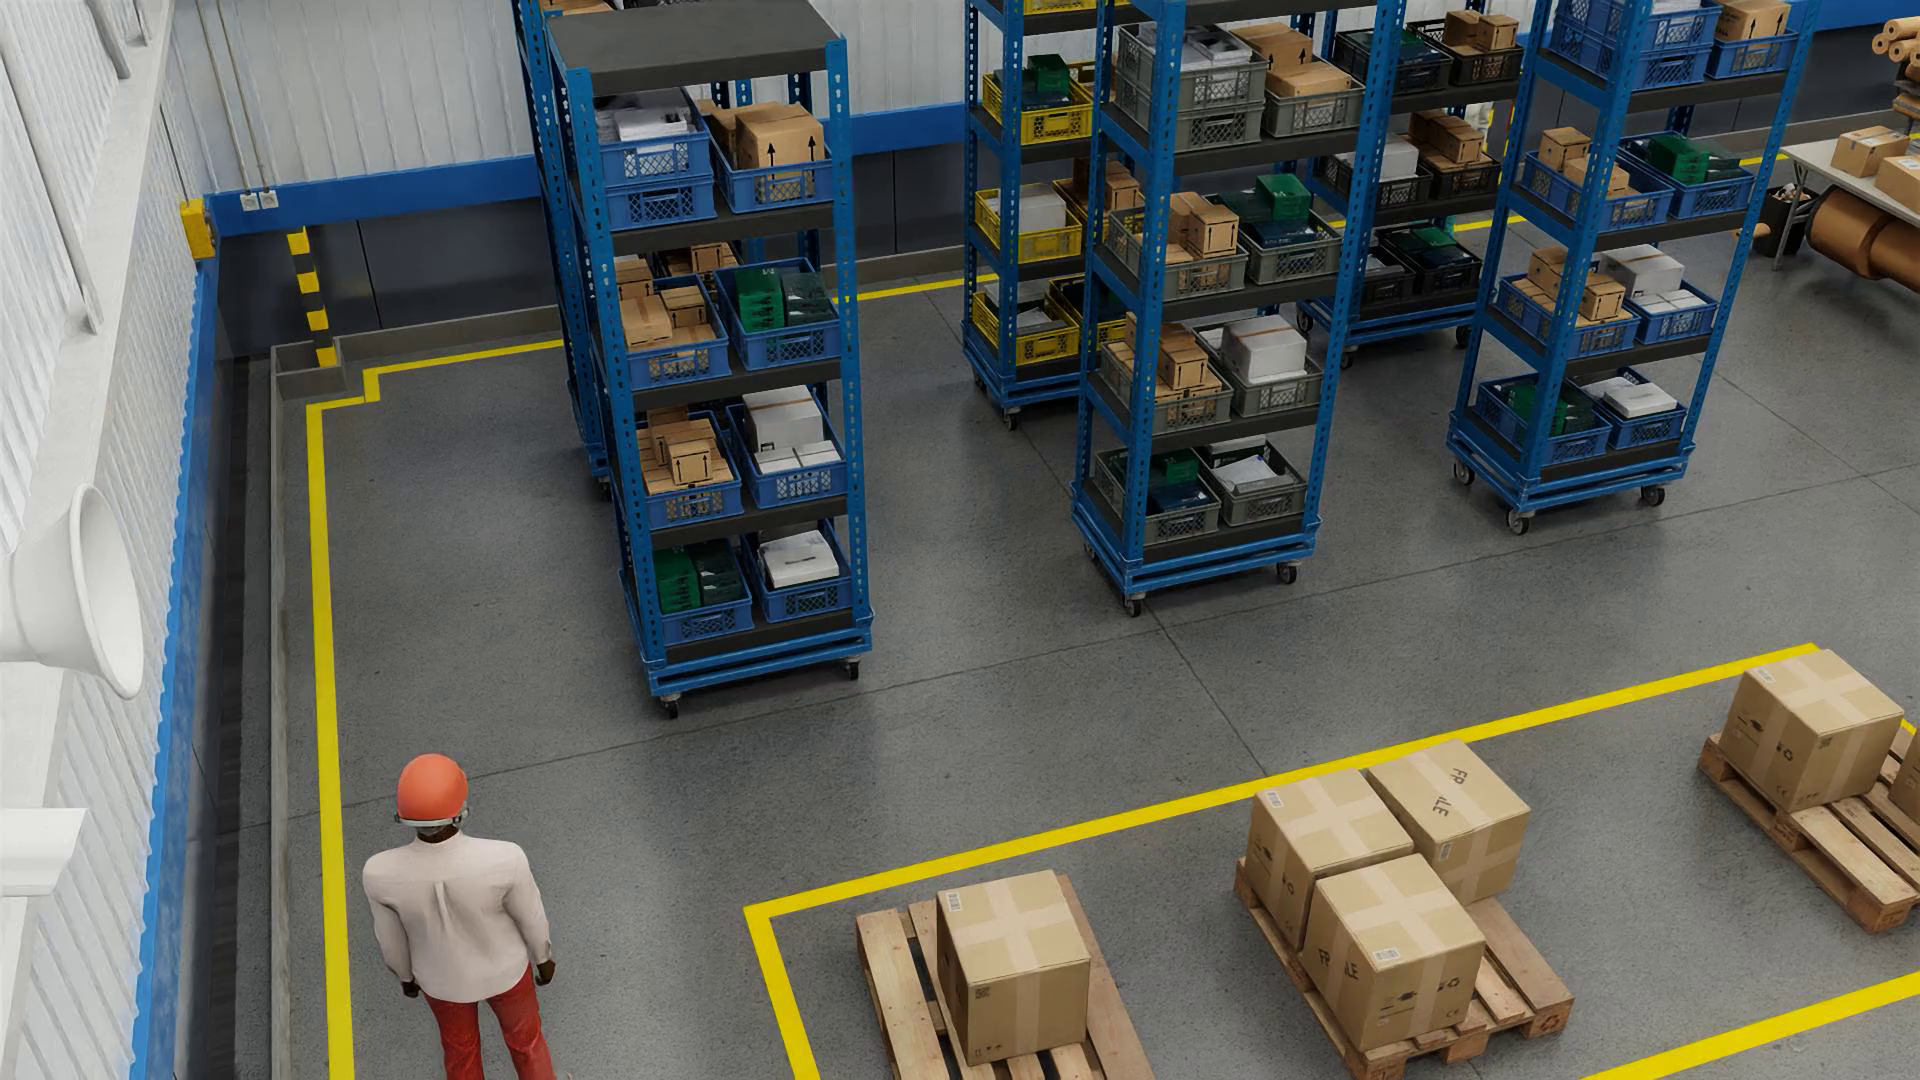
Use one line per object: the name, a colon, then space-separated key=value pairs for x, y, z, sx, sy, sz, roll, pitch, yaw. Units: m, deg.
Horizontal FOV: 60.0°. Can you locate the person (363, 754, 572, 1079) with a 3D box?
person: x=-1.842 y=1.594 z=6.300 sx=0.608 sy=1.995 sz=0.375 roll=-5 pitch=36 yaw=-7

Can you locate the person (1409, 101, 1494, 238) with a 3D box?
person: x=3.861 y=-3.038 z=13.062 sx=0.524 sy=1.768 sz=0.326 roll=1 pitch=35 yaw=2
